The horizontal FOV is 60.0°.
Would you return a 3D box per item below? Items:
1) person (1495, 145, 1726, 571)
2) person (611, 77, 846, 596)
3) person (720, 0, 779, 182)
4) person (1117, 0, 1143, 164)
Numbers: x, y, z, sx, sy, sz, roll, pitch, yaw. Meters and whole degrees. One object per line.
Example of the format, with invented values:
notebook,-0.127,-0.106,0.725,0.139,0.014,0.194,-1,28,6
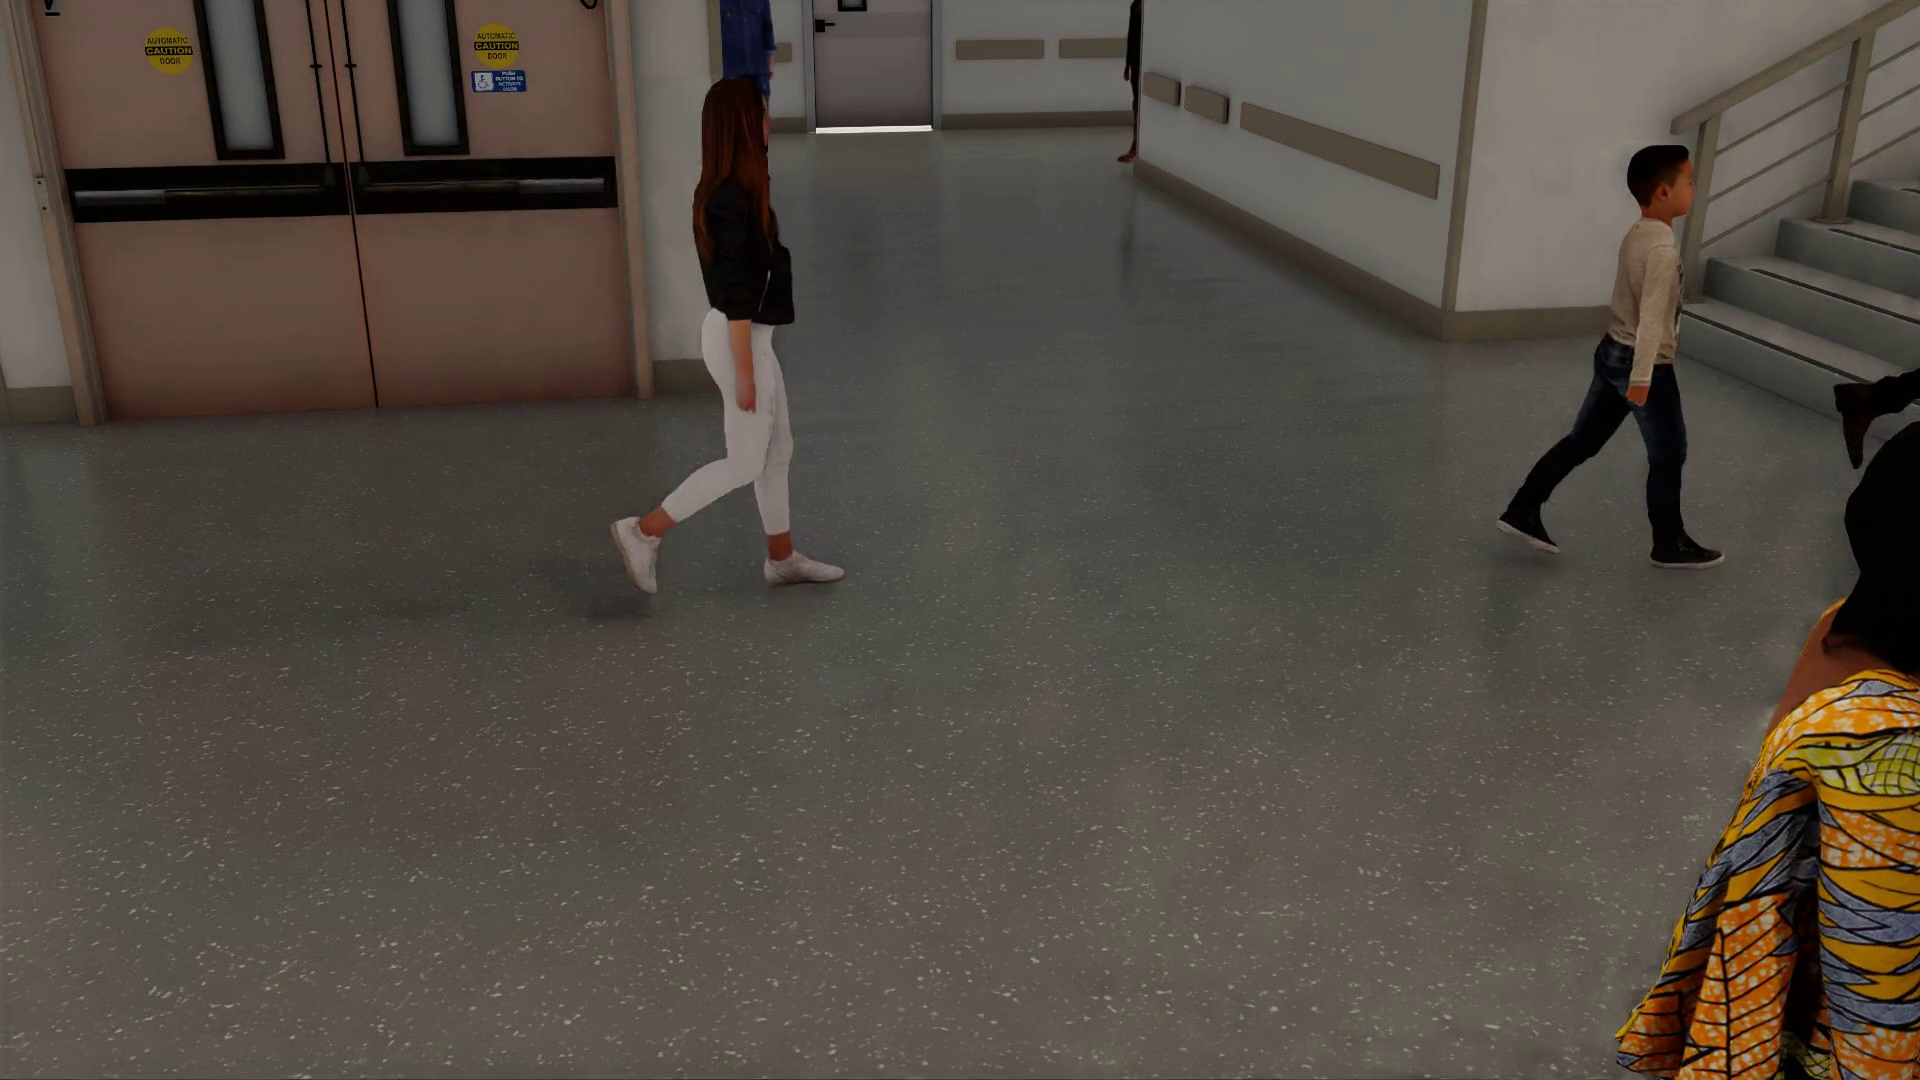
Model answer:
person,2.210,-0.588,5.648,1.046,1.441,0.737,2,21,6
person,-0.774,-0.591,5.315,0.983,1.681,0.603,-4,21,-11
person,-1.824,-3.911,13.904,0.906,1.808,0.899,-8,22,-21
person,1.746,-4.244,14.951,1.126,1.688,0.923,-14,25,-33
